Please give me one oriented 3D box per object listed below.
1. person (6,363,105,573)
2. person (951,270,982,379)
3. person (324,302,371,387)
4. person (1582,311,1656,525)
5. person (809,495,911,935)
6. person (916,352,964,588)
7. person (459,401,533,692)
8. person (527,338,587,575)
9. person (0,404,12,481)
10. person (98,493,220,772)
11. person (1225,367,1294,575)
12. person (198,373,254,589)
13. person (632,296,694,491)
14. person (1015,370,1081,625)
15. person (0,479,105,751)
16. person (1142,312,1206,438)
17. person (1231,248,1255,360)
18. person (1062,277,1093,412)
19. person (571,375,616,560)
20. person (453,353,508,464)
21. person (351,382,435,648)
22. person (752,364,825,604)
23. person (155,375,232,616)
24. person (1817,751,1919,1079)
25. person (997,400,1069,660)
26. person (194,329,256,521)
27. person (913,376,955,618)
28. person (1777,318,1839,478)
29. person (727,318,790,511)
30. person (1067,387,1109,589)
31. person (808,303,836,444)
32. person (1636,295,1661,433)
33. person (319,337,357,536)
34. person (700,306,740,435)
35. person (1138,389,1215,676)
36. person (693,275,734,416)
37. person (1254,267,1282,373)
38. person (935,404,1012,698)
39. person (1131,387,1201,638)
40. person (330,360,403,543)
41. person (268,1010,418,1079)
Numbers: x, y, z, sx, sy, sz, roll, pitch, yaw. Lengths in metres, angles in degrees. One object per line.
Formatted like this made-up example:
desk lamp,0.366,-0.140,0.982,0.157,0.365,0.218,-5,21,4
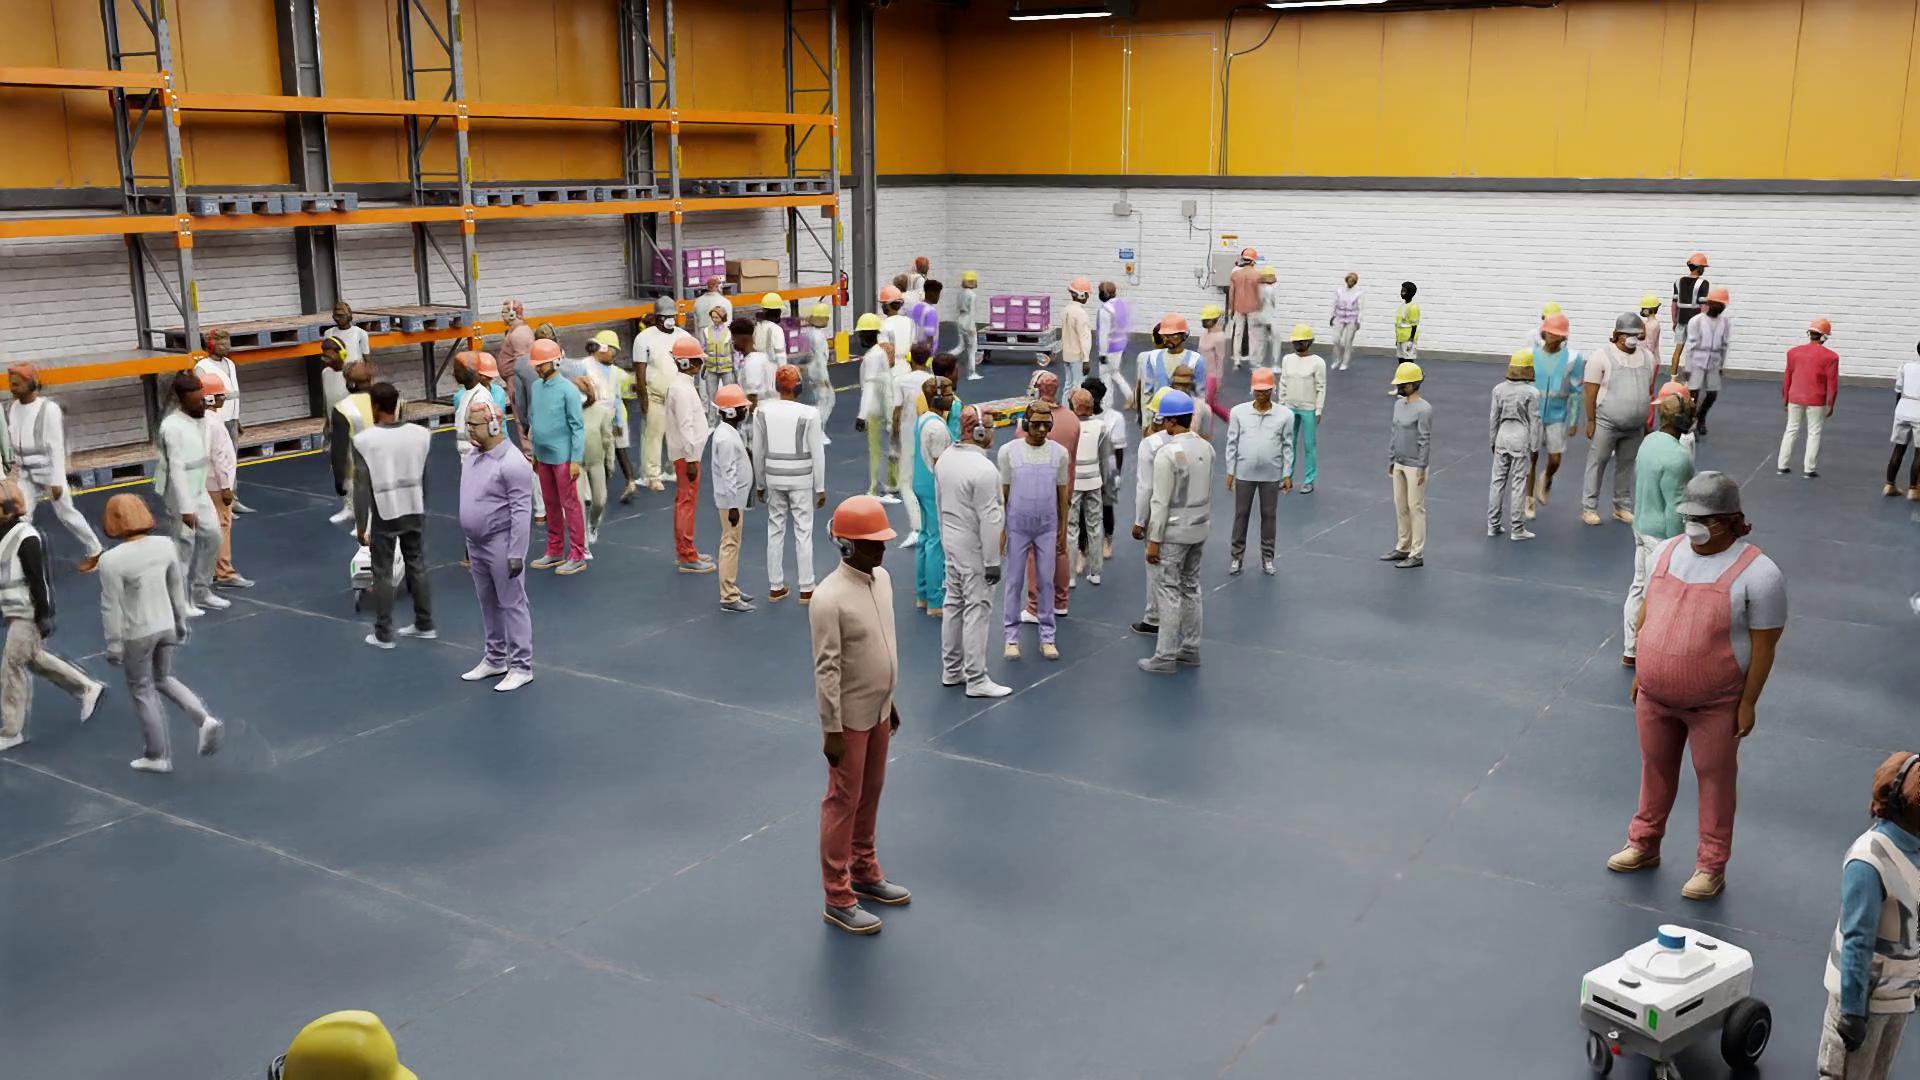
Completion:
person,-7.518,-0.555,13.685,0.583,1.841,0.980,4,14,19
person,0.039,-3.366,26.113,0.606,1.730,0.491,-8,15,-30
person,-7.015,-1.811,19.088,0.516,1.843,0.327,0,13,-1
person,6.294,-1.155,15.815,0.682,2.000,0.536,-2,13,-9
person,-0.452,0.773,7.553,0.381,1.994,0.622,6,14,23
person,-0.146,-0.568,13.540,0.393,1.920,0.591,-9,16,-35
person,-3.074,0.036,10.944,0.641,1.908,0.407,11,17,40
person,-3.408,-0.702,13.959,0.622,1.987,0.402,11,17,39
person,-8.562,-0.652,14.512,0.521,1.640,0.311,-10,16,-36
person,-4.537,0.537,9.385,0.461,1.620,0.513,4,14,18
person,2.499,-0.573,13.916,0.560,1.753,0.329,2,13,9
person,-6.036,-0.484,13.533,0.327,1.752,0.562,-10,17,-38
person,-3.053,-1.548,17.519,0.678,2.000,0.537,-10,16,-38
person,0.610,-0.321,12.493,0.408,1.906,0.654,11,17,40
person,-5.569,0.414,9.960,0.525,1.611,0.759,10,16,37
person,1.993,-1.116,15.642,0.615,2.043,0.373,7,15,29
person,4.899,-4.062,28.697,0.377,1.916,0.600,-8,15,-31
person,1.468,-2.268,20.746,0.380,1.995,0.608,-5,14,-20
person,-3.296,-0.662,14.580,0.524,1.619,0.511,-5,14,-22
person,-4.283,-0.829,15.053,0.348,1.739,0.572,8,15,31
person,-4.038,-0.172,11.853,0.600,1.910,0.461,-12,18,-43
person,-1.330,-0.434,13.031,0.584,1.882,0.339,4,14,16
person,-5.863,-0.324,12.567,0.553,1.874,0.610,1,13,2
person,2.954,1.460,5.353,0.518,1.639,0.312,-11,17,-39
person,0.506,-0.066,11.548,0.501,1.840,0.349,-2,13,-8
person,-7.153,-1.121,16.092,0.380,1.846,0.570,1,13,4
person,-0.181,-0.331,12.671,0.344,1.847,0.506,-4,14,-17
person,9.306,-1.553,18.206,0.353,1.737,0.575,-11,17,-39
person,-1.940,-1.218,16.349,0.752,1.940,0.624,-3,13,-13
person,0.975,-0.419,13.504,0.525,1.639,0.307,-6,14,-23
person,-1.665,-2.009,20.207,0.443,1.722,0.509,-2,13,-8
person,8.689,-2.223,21.071,0.344,1.757,0.520,4,13,16
person,-5.735,-0.994,15.567,0.773,1.842,0.535,8,15,31
person,-3.017,-2.124,20.902,0.514,1.639,0.310,2,13,8
person,1.471,-0.051,11.268,0.421,1.936,0.612,11,17,39
person,-3.328,-2.645,22.621,0.662,1.895,0.405,9,16,35
person,5.071,-3.546,26.901,0.606,1.706,0.513,-2,13,-7
person,0.098,0.067,10.812,0.399,1.907,0.644,-7,15,-28
person,1.489,-0.204,12.139,0.590,1.837,0.404,-10,16,-36
person,-4.873,-0.568,13.730,0.468,1.828,0.656,10,16,36
person,-1.280,1.819,3.540,0.339,1.761,0.524,-1,13,-3
